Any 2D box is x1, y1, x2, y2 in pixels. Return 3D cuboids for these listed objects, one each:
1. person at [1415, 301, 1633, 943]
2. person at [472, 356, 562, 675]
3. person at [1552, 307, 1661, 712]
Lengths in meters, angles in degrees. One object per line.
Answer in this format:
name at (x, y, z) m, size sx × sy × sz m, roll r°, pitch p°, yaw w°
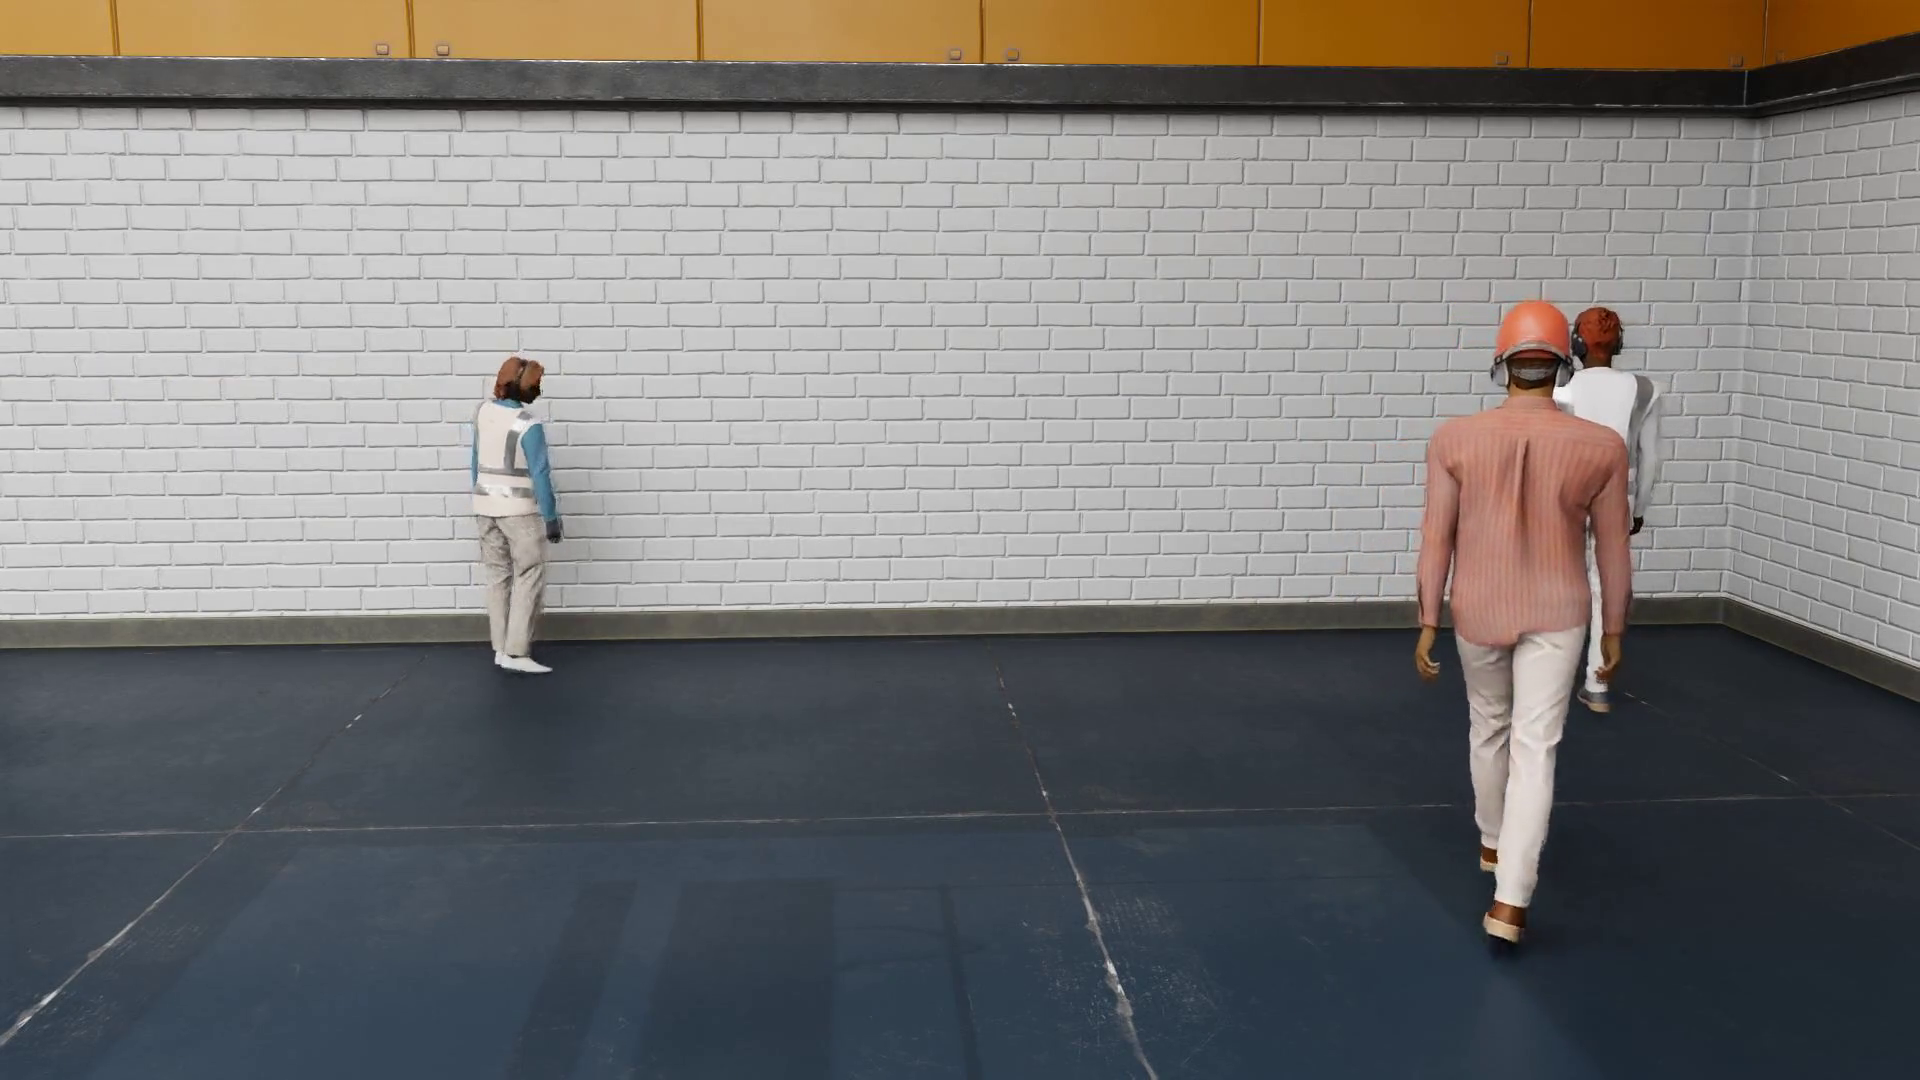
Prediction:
person at (1.773, 0.227, 5.241) m, size 0.636 × 1.944 × 1.050 m, roll 4°, pitch 10°, yaw 23°
person at (-2.305, -0.119, 8.440) m, size 0.573 × 1.623 × 0.393 m, roll 6°, pitch 11°, yaw 34°
person at (2.907, -0.132, 7.704) m, size 0.591 × 1.881 × 0.412 m, roll 1°, pitch 9°, yaw 7°
